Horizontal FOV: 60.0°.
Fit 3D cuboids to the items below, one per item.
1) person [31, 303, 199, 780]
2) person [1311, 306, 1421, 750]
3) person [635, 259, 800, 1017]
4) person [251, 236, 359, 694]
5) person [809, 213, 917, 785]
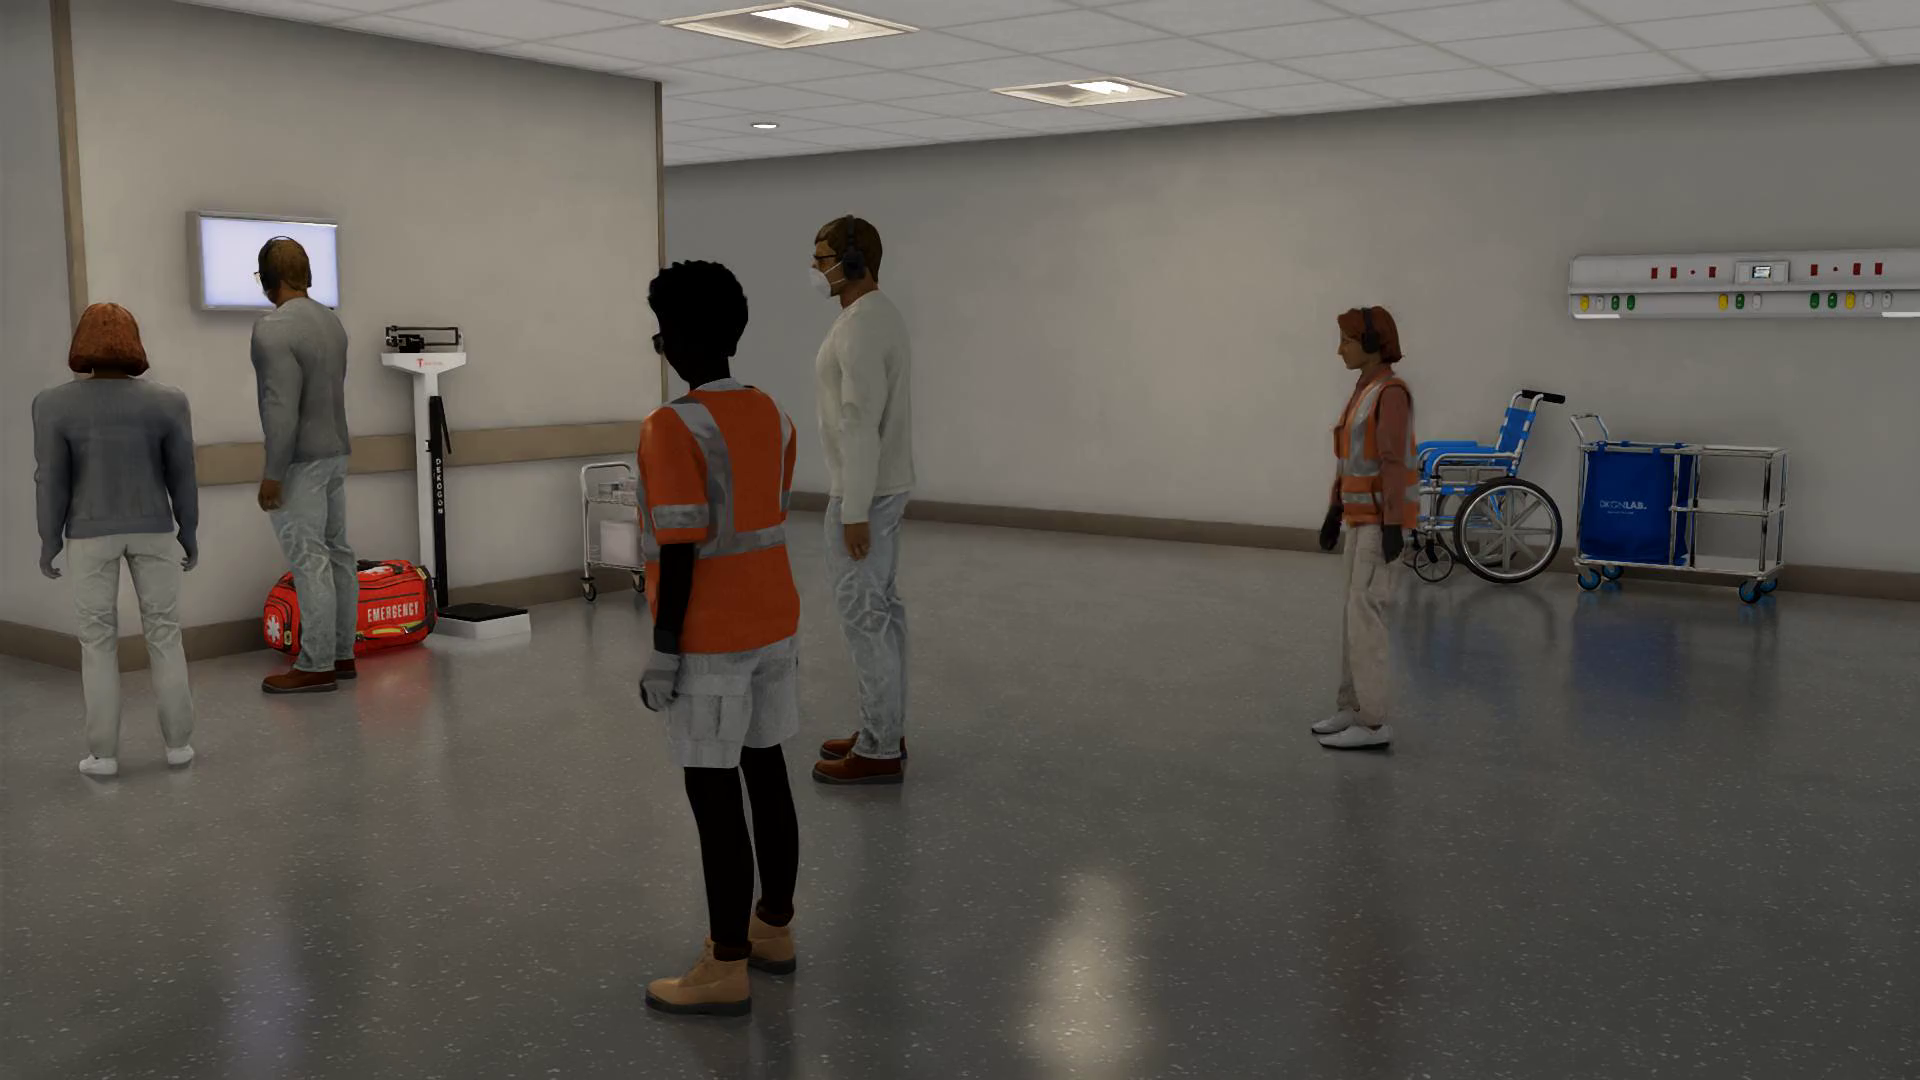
[{"bbox_3d":[-2.895,0.004,5.738,0.508,1.632,0.264,-5,9,-35],"label":"person"},{"bbox_3d":[1.526,-0.054,6.218,0.369,1.628,0.522,0,7,0],"label":"person"},{"bbox_3d":[-0.545,0.219,3.769,0.321,1.694,0.535,3,8,22],"label":"person"},{"bbox_3d":[-2.804,-0.314,7.092,0.377,1.937,0.629,0,7,4],"label":"person"},{"bbox_3d":[-0.333,-0.137,5.701,0.362,1.932,0.625,0,7,4],"label":"person"}]
